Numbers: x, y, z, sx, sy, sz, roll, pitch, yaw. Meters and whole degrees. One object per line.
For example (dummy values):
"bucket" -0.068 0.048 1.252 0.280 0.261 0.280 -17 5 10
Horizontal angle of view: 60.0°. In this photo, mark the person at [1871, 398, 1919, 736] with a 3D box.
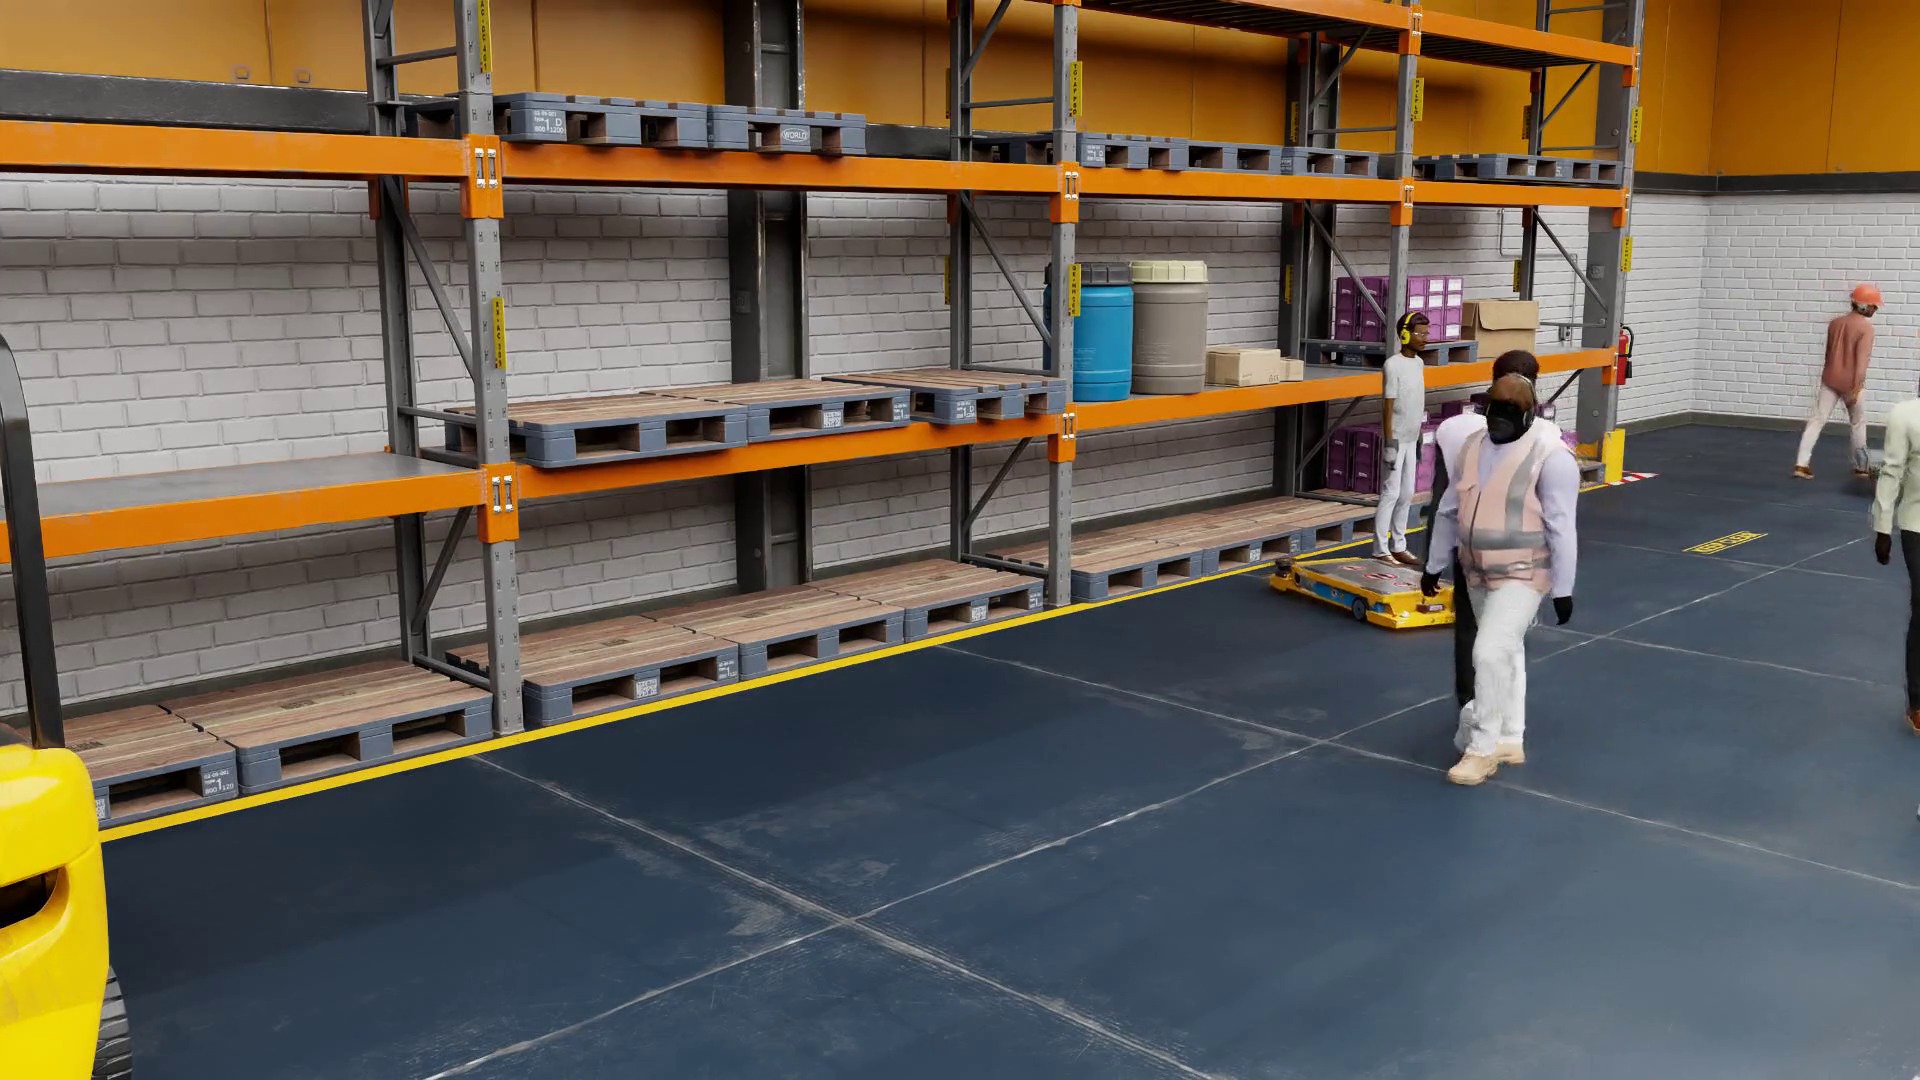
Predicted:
"person" 4.807 -0.027 8.007 0.620 1.966 0.790 1 10 8

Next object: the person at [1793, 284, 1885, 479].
"person" 8.701 -1.547 16.389 1.036 1.933 0.703 -4 11 -20

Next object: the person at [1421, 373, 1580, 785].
"person" 2.325 0.169 7.325 0.682 1.810 0.713 -5 11 -24

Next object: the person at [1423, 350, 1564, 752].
"person" 2.479 0.053 7.812 0.621 1.881 0.832 6 12 28

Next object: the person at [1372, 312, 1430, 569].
"person" 3.205 -0.708 12.011 0.321 1.861 0.514 9 14 42

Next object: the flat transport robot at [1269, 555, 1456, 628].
"flat transport robot" 2.667 0.312 10.772 0.652 0.197 1.431 -4 11 -21

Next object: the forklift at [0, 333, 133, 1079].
"forklift" -3.289 0.485 4.582 1.214 2.155 2.313 -10 14 -44
